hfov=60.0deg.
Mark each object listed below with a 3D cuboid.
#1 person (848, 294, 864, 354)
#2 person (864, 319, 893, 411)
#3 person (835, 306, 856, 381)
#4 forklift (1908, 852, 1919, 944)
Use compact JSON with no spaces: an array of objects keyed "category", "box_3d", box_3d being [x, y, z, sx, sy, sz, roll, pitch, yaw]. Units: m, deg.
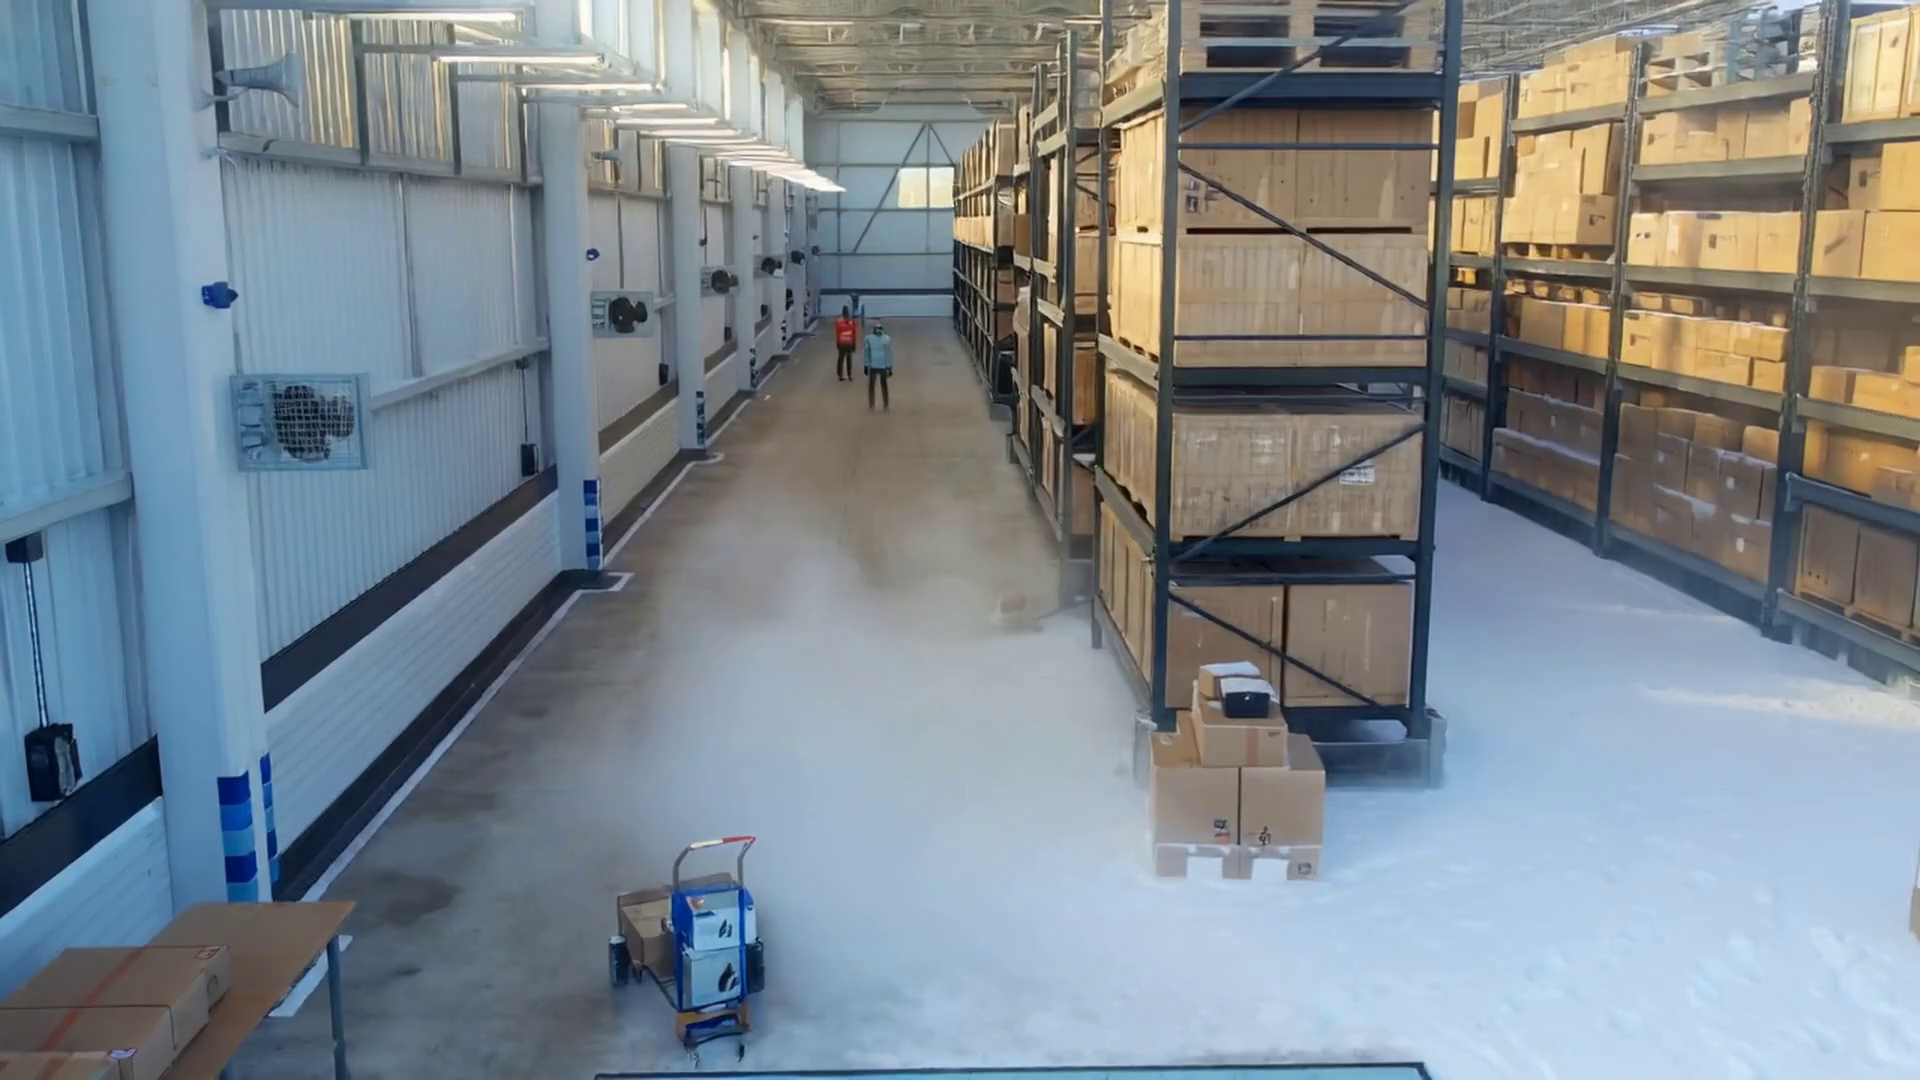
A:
[{"category":"person","box_3d":[-3.194,-6.636,51.084,0.564,1.841,0.390,7,13,32]},{"category":"person","box_3d":[-1.735,-3.741,35.654,0.620,1.985,0.406,-1,11,-8]},{"category":"person","box_3d":[-2.925,-5.016,42.487,0.587,1.912,0.384,-8,14,-36]},{"category":"forklift","box_3d":[5.943,1.051,8.379,1.129,2.768,1.873,0,11,-2]}]
